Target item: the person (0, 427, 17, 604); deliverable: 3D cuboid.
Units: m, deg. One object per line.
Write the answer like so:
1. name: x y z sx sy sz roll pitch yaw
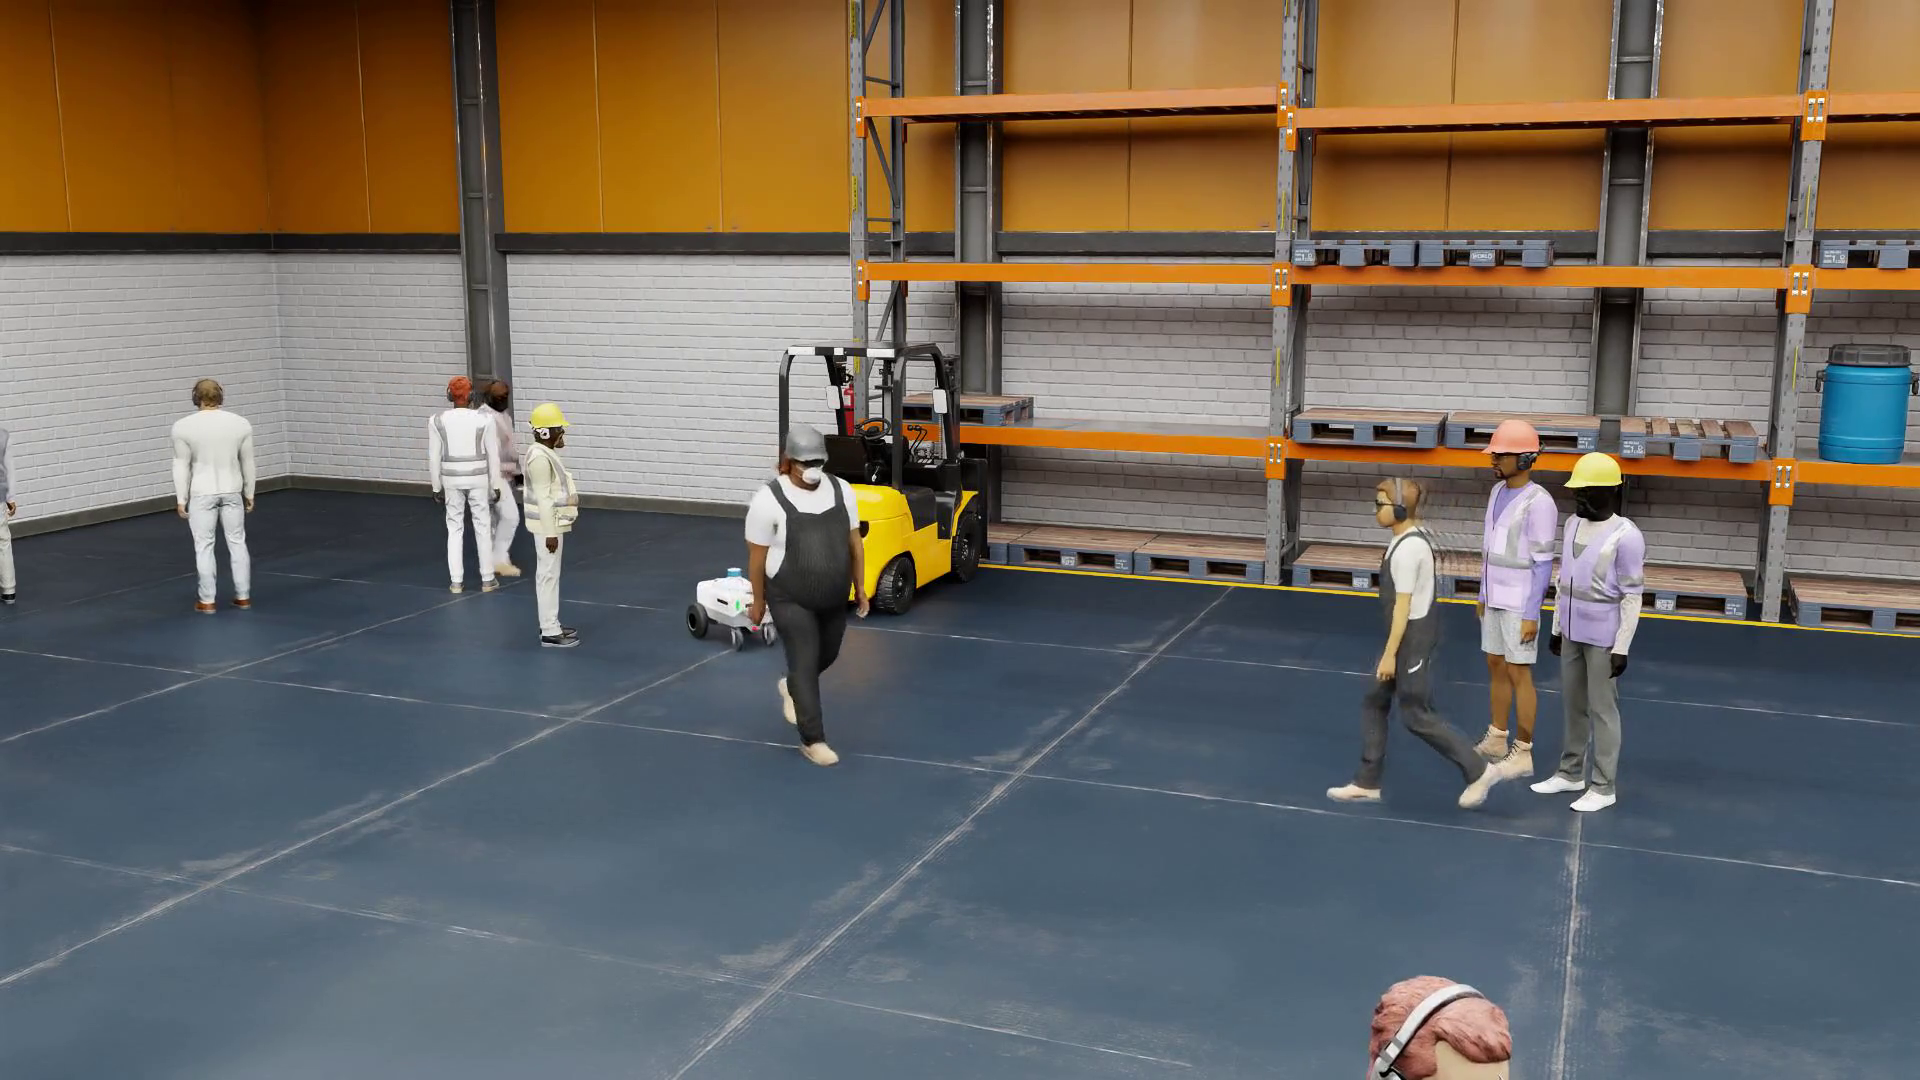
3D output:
1. person: -8.154 -0.343 13.807 0.404 1.834 0.589 9 14 41

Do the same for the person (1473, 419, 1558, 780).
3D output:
1. person: 3.106 0.335 9.448 0.374 2.043 0.614 -2 10 -11

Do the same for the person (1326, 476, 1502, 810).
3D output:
1. person: 2.449 0.557 8.858 0.833 1.818 0.510 1 10 6

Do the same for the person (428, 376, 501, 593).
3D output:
1. person: -4.280 -0.477 14.412 0.583 1.882 0.338 -2 10 -12

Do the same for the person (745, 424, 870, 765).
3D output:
1. person: -0.949 0.245 9.955 0.683 2.000 0.934 -7 12 -34

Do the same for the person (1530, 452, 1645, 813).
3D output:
1. person: 3.372 0.488 8.915 0.366 1.926 0.594 -3 11 -18

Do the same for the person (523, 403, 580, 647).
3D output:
1. person: -3.078 -0.115 12.538 0.404 1.833 0.588 -3 10 -14

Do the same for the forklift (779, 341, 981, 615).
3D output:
1. forklift: -0.739 -0.602 14.246 1.214 2.155 2.313 4 11 21

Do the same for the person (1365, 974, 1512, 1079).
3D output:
1. person: 0.718 1.615 2.719 0.636 1.902 0.404 -8 13 -38

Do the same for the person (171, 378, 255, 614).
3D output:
1. person: -6.100 -0.360 13.647 0.635 1.932 0.372 -9 13 -40

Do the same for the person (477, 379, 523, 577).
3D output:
1. person: -4.171 -0.564 15.132 0.527 1.809 0.712 -1 10 -4

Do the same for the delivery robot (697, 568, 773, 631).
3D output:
1. delivery robot: -1.712 0.458 12.648 0.477 0.478 0.707 -7 12 -34
